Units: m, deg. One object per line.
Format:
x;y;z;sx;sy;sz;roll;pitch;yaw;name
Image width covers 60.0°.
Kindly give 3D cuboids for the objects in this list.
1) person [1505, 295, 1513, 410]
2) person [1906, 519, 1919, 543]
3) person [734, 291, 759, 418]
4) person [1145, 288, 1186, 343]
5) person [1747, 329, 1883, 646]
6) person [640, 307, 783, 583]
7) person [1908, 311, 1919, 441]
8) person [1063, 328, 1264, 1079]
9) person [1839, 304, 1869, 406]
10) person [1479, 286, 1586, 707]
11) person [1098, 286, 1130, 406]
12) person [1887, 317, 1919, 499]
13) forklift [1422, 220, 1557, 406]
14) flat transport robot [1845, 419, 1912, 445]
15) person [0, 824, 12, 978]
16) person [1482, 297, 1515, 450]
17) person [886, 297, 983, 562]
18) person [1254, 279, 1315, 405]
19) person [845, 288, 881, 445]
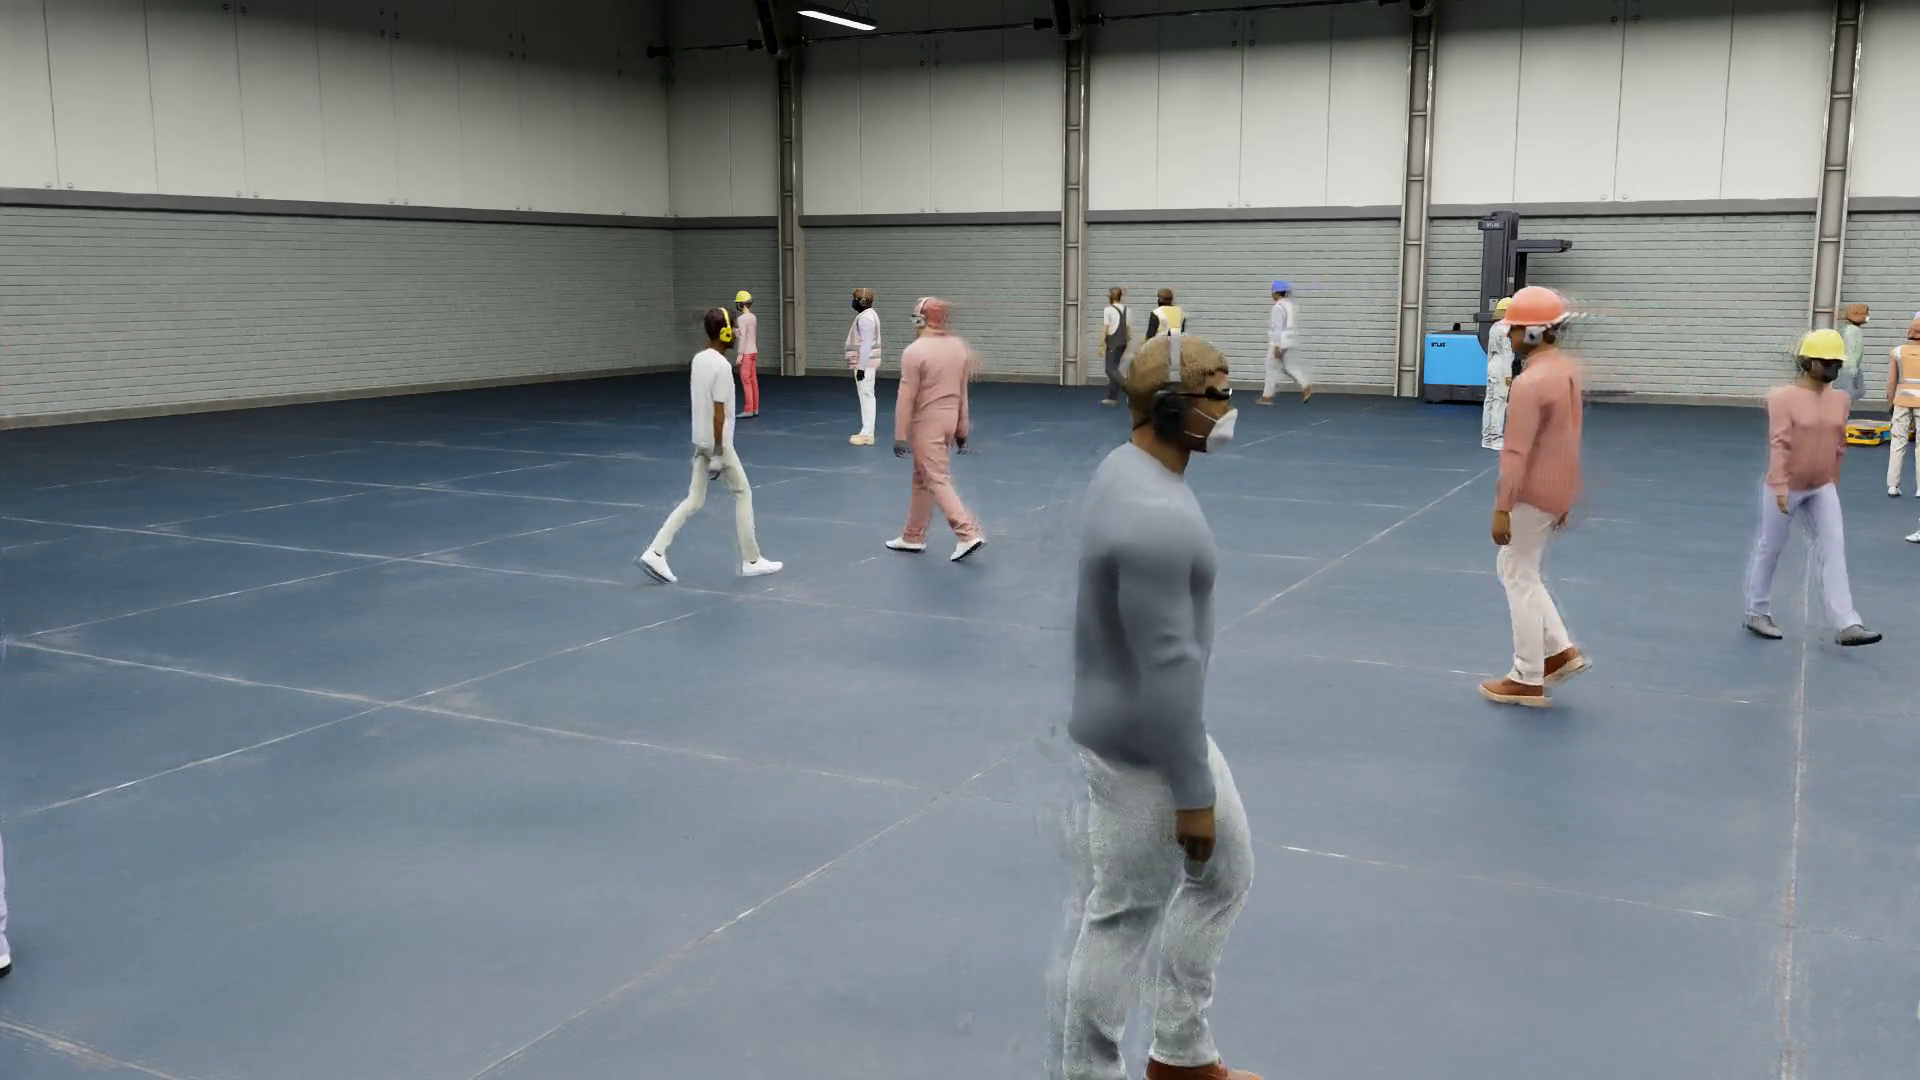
8.097;-2.773;24.590;0.320;1.692;0.531;3;10;18;person
7.549;-0.788;12.569;0.648;1.622;0.533;-4;10;-21;person
-3.004;-2.589;23.228;0.313;1.767;0.534;2;10;14;person
2.955;-2.710;23.878;0.638;1.804;0.936;-7;12;-37;person
4.658;-0.269;9.054;0.529;1.731;0.868;-1;9;-9;person
-1.676;-0.636;11.040;0.964;1.822;0.504;-7;12;-39;person
11.679;-2.159;20.050;0.547;1.938;0.379;-2;9;-14;person
0.527;0.480;3.823;0.656;1.918;0.661;1;9;4;person
11.409;-2.193;21.233;0.358;1.623;0.501;7;12;39;person
2.693;-0.205;7.871;0.439;1.973;0.638;7;12;38;person
2.410;-2.935;25.206;0.519;1.825;0.714;-9;13;-44;person
8.635;-1.194;15.021;0.311;1.639;0.513;-7;12;-38;person
8.245;-3.527;25.720;1.873;2.768;1.129;5;10;27;forklift
10.908;-1.314;20.096;1.431;0.197;0.652;-9;13;-43;flat transport robot
-2.988;0.334;4.770;0.407;1.907;0.647;-7;12;-38;person
6.240;-1.916;19.159;0.314;1.740;0.486;-1;9;-4;person
-0.174;-0.801;11.892;0.959;1.871;0.653;7;11;36;person
4.986;-3.025;25.464;0.850;1.919;0.620;5;11;30;person
-1.152;-2.068;19.776;0.429;1.846;0.625;0;9;1;person
